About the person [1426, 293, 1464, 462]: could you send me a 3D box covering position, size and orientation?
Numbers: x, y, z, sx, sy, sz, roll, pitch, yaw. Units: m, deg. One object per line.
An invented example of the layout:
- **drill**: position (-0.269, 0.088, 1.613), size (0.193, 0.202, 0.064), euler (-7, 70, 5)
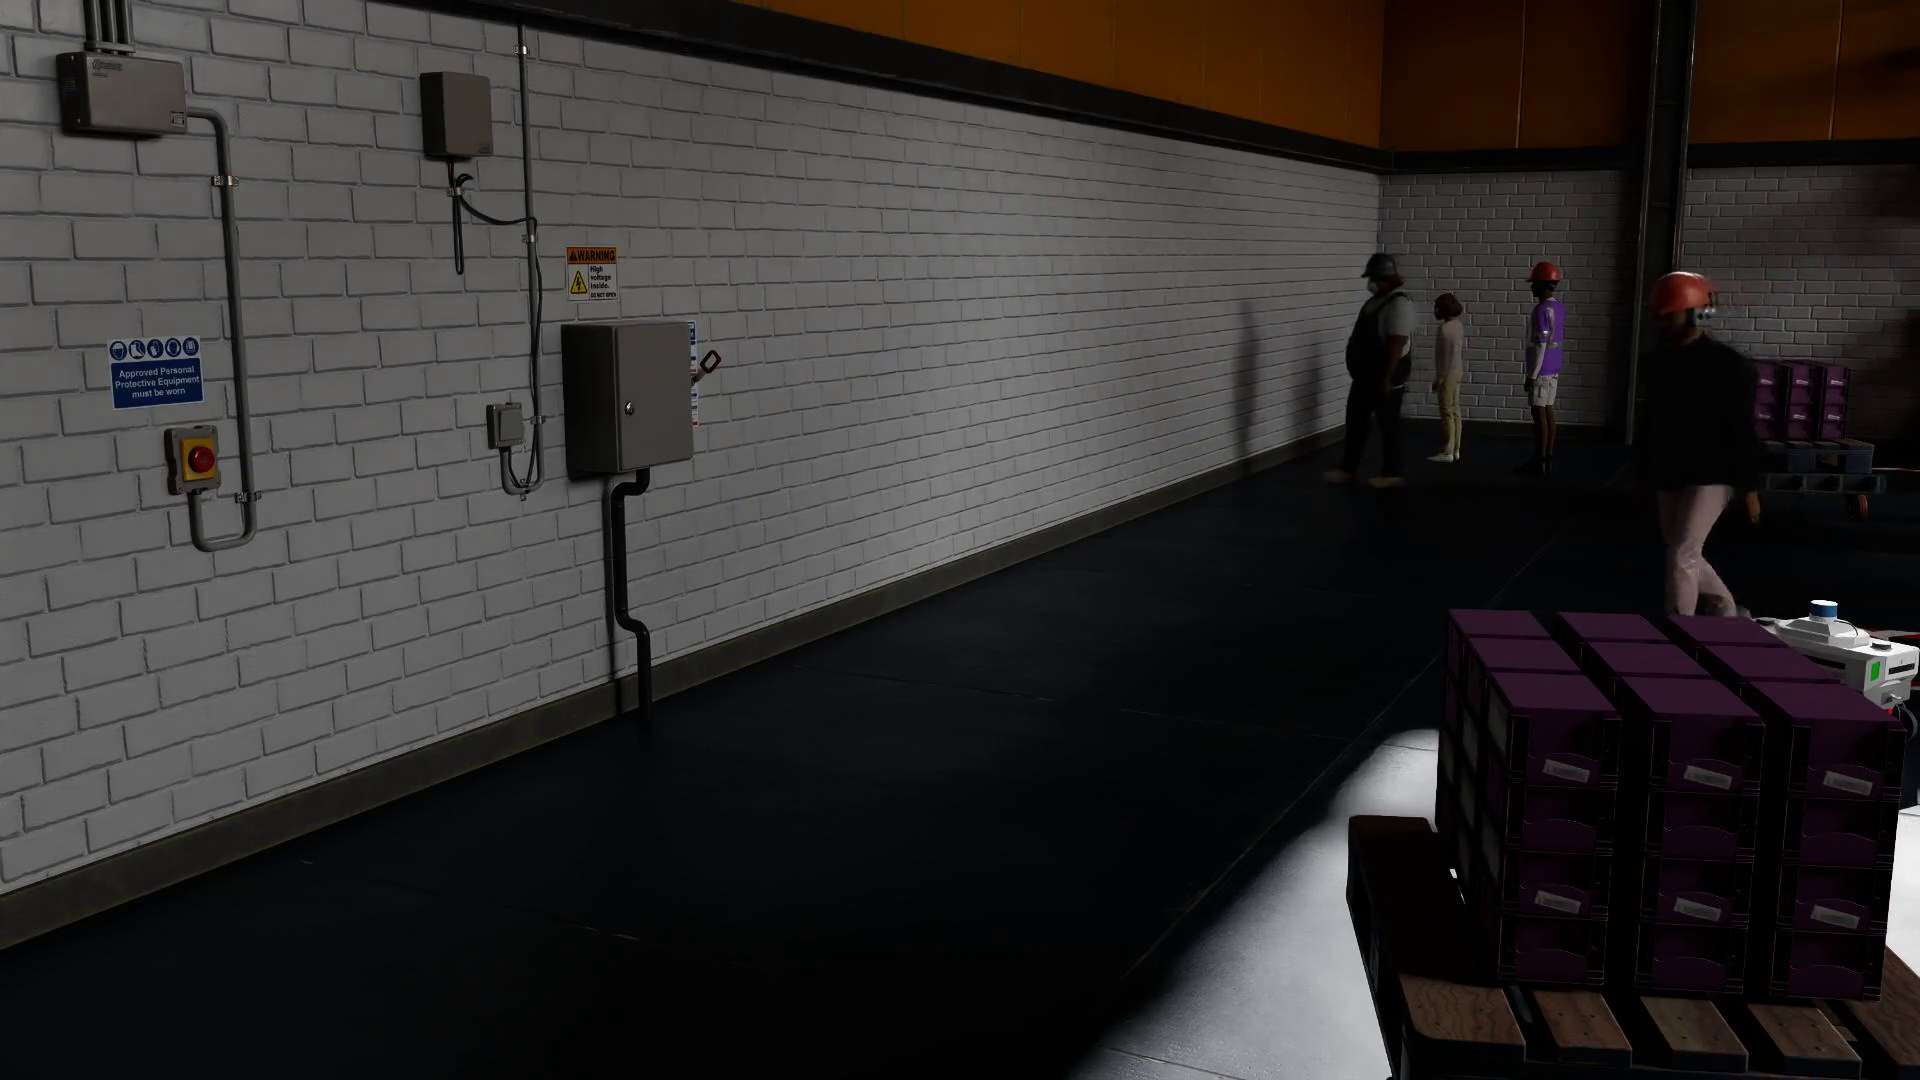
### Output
- **person**: position (4.725, -1.574, 16.164), size (0.294, 1.632, 0.502), euler (7, 12, 36)

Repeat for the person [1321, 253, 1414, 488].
- **person**: position (3.491, -1.449, 14.262), size (0.736, 2.000, 0.707), euler (-2, 10, -10)

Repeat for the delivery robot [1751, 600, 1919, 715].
- **delivery robot**: position (3.627, 0.499, 7.015), size (0.477, 0.478, 0.707), euler (-6, 11, -30)

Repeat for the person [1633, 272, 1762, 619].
- **person**: position (3.560, -0.309, 7.965), size (0.890, 1.946, 0.675), euler (-5, 11, -25)

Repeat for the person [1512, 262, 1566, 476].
- **person**: position (5.294, -1.555, 15.178), size (0.355, 1.938, 0.544), euler (7, 12, 36)
